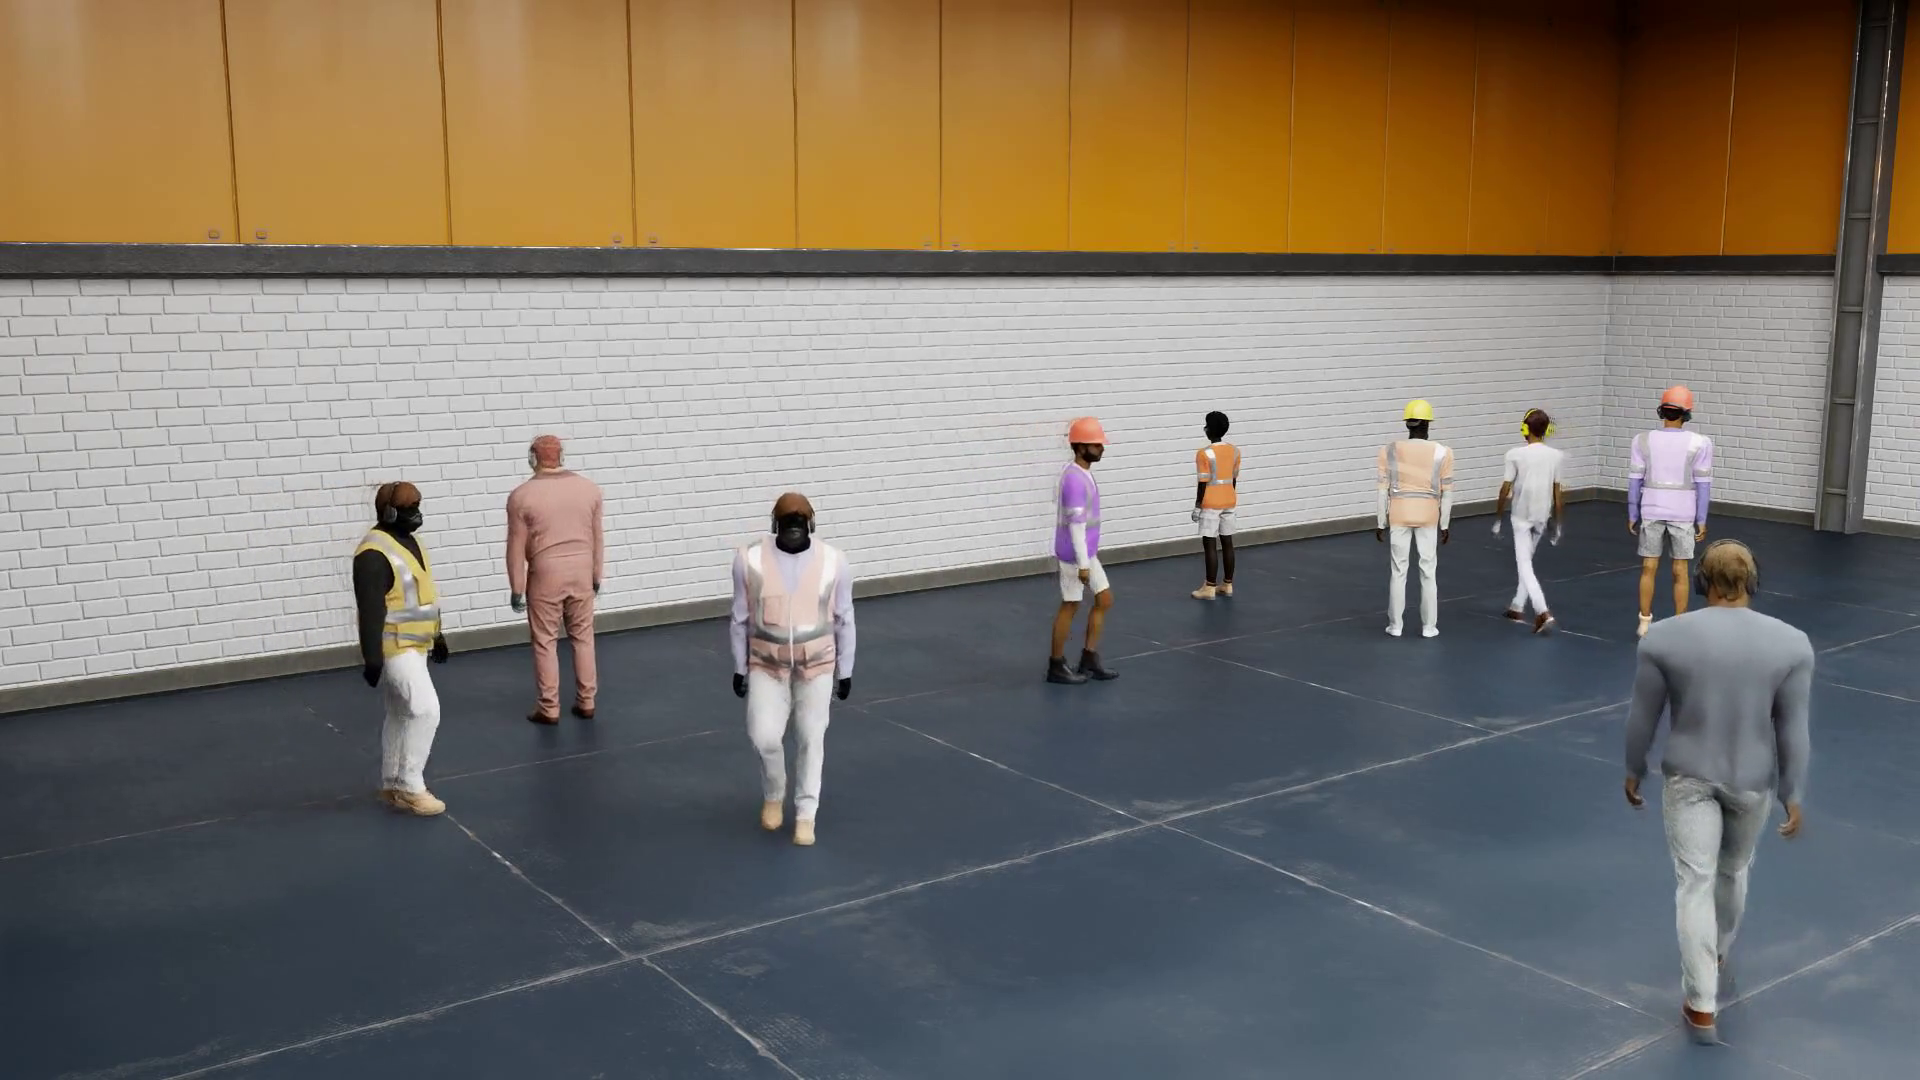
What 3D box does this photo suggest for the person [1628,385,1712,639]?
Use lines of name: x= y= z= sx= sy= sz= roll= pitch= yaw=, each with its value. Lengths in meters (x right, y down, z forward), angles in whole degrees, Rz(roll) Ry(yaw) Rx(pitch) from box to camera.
person: x=5.645 y=-0.208 z=13.259 sx=0.609 sy=2.044 sz=0.393 roll=6 pitch=11 yaw=33

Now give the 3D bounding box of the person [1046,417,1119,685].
person: x=0.916 y=0.090 z=11.779 sx=0.660 sy=1.916 sz=0.577 roll=2 pitch=9 yaw=11

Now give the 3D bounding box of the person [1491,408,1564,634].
person: x=4.687 y=-0.163 z=13.649 sx=0.530 sy=1.836 sz=0.918 roll=-1 pitch=9 yaw=-9

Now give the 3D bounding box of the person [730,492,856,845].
person: x=-0.856 y=0.658 z=8.564 sx=0.650 sy=1.832 sz=0.442 roll=-1 pitch=9 yaw=-5

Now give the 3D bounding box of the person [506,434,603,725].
person: x=-2.644 y=0.262 z=10.846 sx=0.660 sy=1.892 sz=0.398 roll=-7 pitch=12 yaw=-37

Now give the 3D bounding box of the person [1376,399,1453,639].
person: x=3.637 y=-0.164 z=13.352 sx=0.589 sy=1.924 sz=0.383 roll=2 pitch=10 yaw=15

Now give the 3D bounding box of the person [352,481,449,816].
person: x=-2.969 y=0.586 z=9.060 sx=0.568 sy=1.826 sz=0.629 roll=0 pitch=9 yaw=0

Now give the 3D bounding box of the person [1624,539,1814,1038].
person: x=3.001 y=0.931 z=6.671 sx=0.646 sy=1.891 sz=1.023 roll=3 pitch=10 yaw=17

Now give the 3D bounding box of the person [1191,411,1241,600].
person: x=2.292 y=-0.308 z=14.942 sx=0.533 sy=1.697 sz=0.319 roll=-8 pitch=12 yaw=-40
